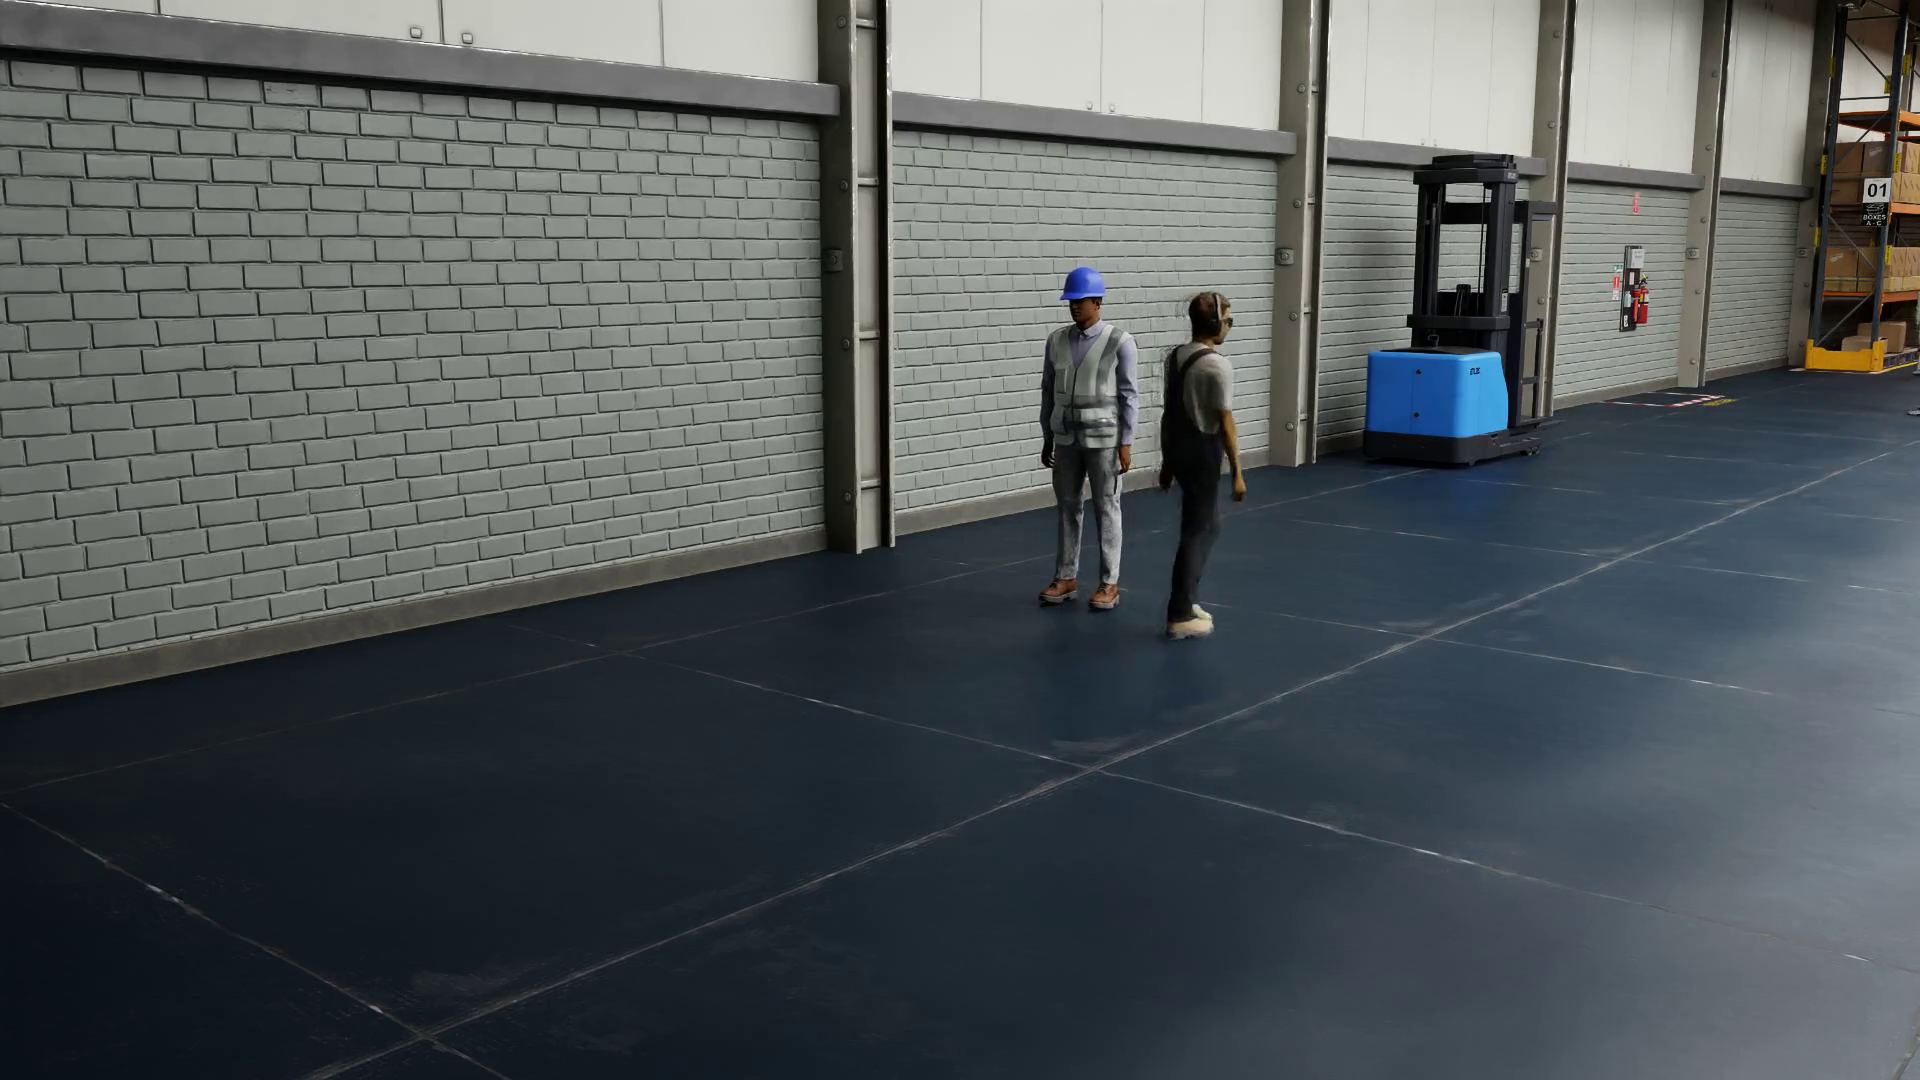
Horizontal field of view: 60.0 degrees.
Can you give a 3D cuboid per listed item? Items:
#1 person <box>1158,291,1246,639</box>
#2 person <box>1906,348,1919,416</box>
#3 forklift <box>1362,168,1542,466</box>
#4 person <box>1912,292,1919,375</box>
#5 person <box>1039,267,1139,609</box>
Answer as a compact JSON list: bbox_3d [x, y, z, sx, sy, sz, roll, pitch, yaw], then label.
[{"bbox_3d":[1.292,-0.386,8.757,0.497,1.823,0.521,-5,11,-24],"label":"person"},{"bbox_3d":[12.152,-2.399,20.473,0.858,1.733,0.520,0,10,-1],"label":"person"},{"bbox_3d":[4.875,-2.212,16.287,1.129,2.768,1.873,8,13,40],"label":"forklift"},{"bbox_3d":[15.755,-3.493,26.984,0.512,1.642,0.312,1,10,5],"label":"person"},{"bbox_3d":[0.724,-0.581,9.528,0.608,1.946,0.406,7,12,34],"label":"person"}]
